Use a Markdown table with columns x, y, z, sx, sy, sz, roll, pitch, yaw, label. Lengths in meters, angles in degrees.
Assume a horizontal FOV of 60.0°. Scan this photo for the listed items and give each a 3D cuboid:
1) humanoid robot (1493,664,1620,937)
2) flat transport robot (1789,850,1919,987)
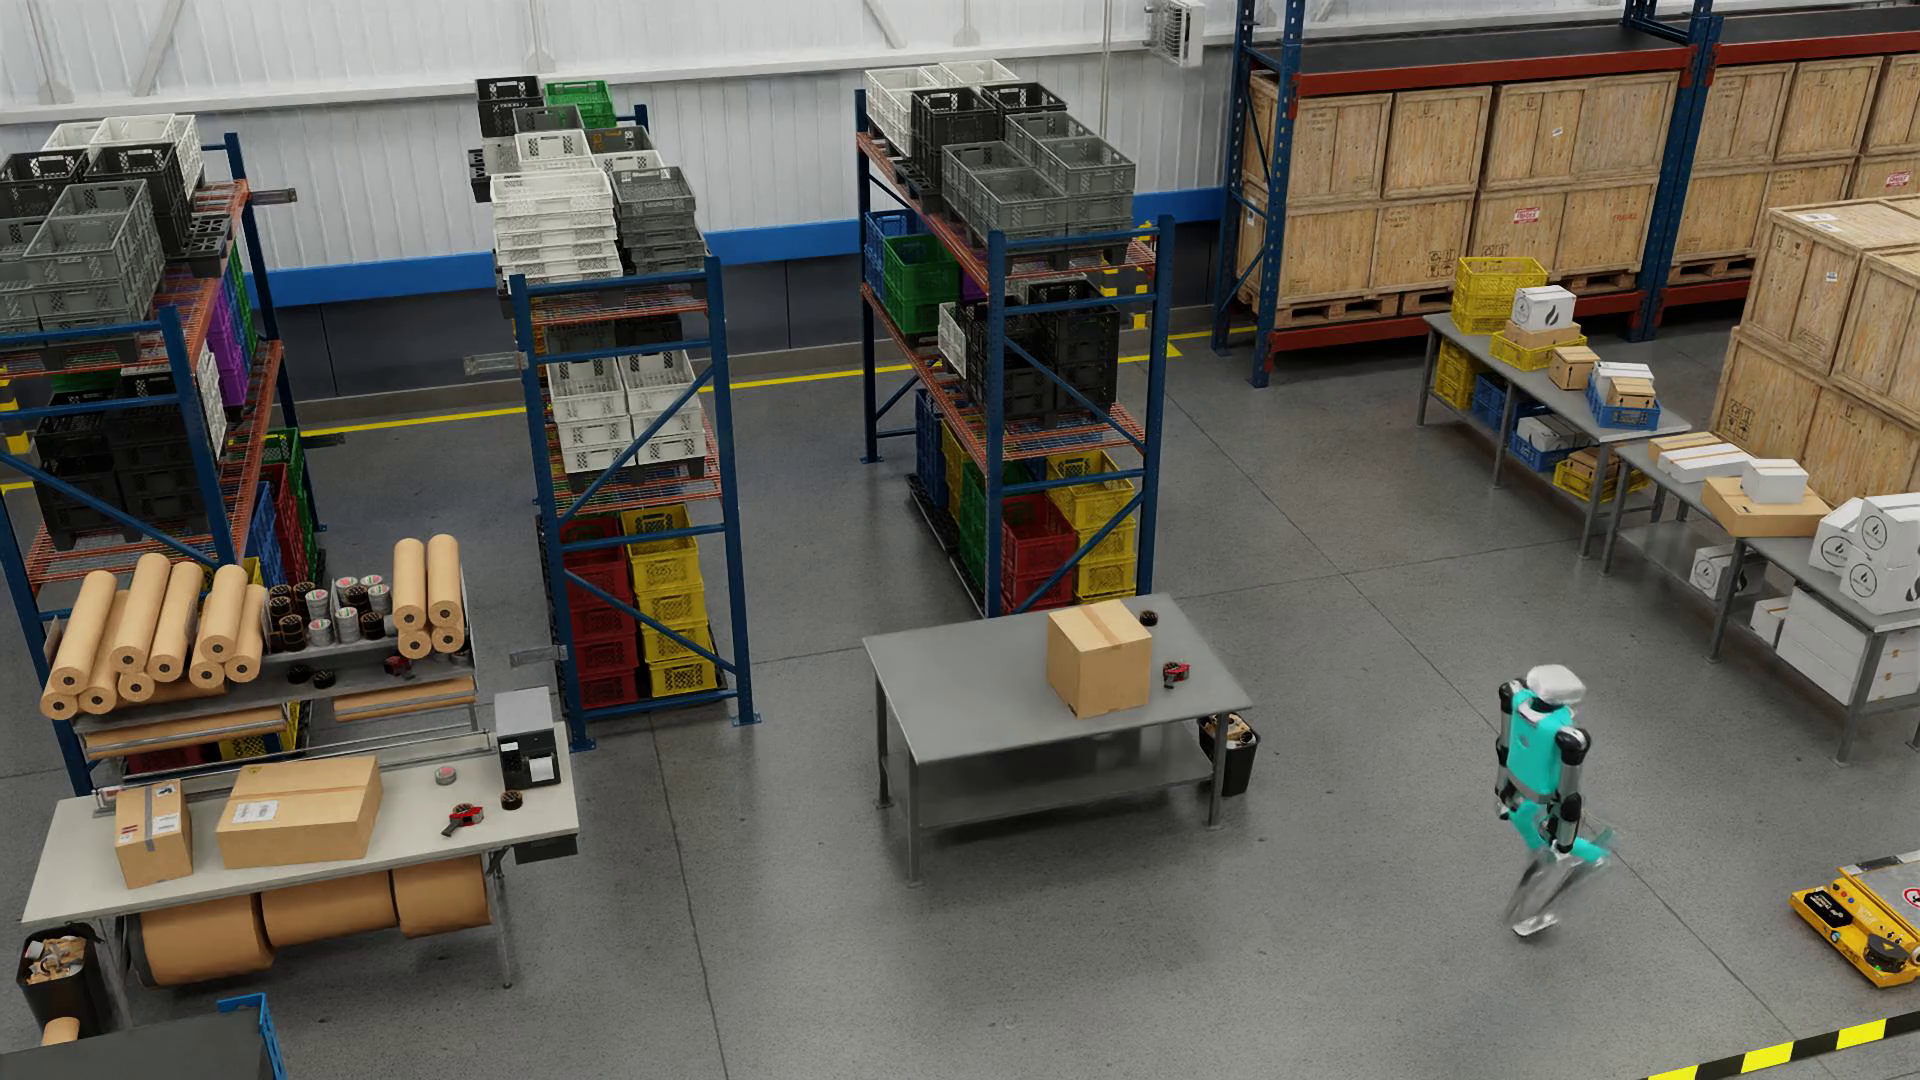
| x | y | z | sx | sy | sz | roll | pitch | yaw | label |
| --- | --- | --- | --- | --- | --- | --- | --- | --- | --- |
| 2.974 | 1.353 | 8.230 | 0.786 | 1.830 | 0.560 | -12 | 31 | -21 | humanoid robot |
| 5.163 | 1.916 | 8.676 | 1.431 | 0.231 | 0.659 | -8 | 30 | -14 | flat transport robot |
